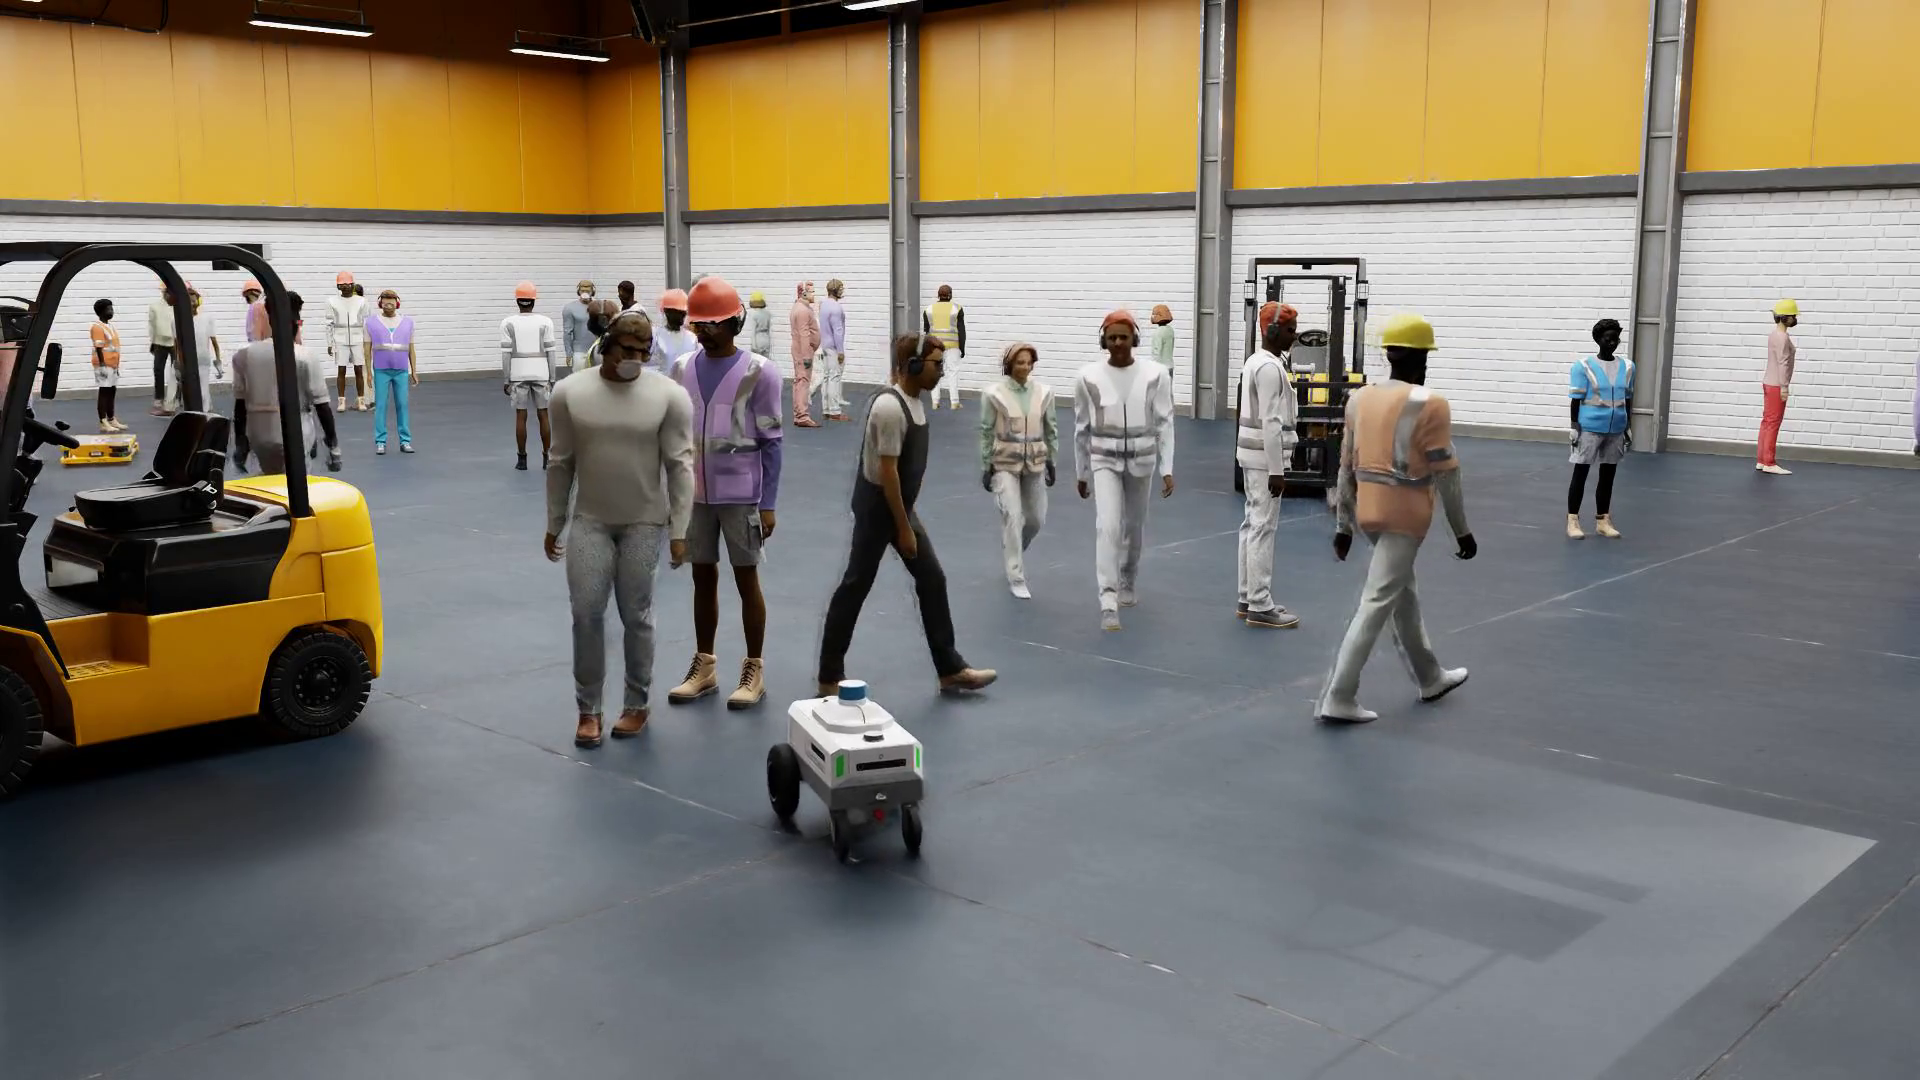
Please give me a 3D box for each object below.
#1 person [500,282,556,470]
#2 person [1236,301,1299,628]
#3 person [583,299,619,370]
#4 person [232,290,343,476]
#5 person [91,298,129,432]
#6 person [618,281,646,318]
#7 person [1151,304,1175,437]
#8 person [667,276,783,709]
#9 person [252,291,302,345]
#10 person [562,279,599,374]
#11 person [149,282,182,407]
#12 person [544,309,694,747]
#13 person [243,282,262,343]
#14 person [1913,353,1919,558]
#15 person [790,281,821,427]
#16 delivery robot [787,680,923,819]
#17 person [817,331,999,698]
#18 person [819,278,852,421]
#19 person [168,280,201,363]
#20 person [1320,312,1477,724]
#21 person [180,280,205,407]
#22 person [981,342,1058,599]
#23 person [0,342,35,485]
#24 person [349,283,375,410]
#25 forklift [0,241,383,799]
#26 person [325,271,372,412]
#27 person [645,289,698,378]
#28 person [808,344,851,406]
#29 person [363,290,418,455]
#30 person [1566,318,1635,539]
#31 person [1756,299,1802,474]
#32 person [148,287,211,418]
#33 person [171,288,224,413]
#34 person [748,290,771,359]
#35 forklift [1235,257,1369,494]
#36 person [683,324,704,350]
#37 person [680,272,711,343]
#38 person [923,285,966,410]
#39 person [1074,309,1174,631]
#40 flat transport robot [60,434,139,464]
[{"bbox_3d":[-4.444,-1.686,17.160,0.543,1.939,0.360,-2,10,-14],"label":"person"},{"bbox_3d":[1.791,-0.438,9.679,0.354,1.884,0.573,0,9,0],"label":"person"},{"bbox_3d":[-2.734,-0.937,12.866,0.429,1.844,0.627,0,9,-1],"label":"person"},{"bbox_3d":[-4.294,-0.647,10.773,0.650,1.934,0.804,2,10,15],"label":"person"},{"bbox_3d":[-10.854,-2.217,21.149,0.319,1.703,0.556,-1,9,-9],"label":"person"},{"bbox_3d":[-4.432,-2.541,22.485,0.390,1.914,0.587,-7,12,-38],"label":"person"},{"bbox_3d":[2.488,-2.082,20.521,0.284,1.633,0.501,6,11,31],"label":"person"},{"bbox_3d":[-1.133,-0.215,7.854,0.604,2.034,0.386,4,10,22],"label":"person"},{"bbox_3d":[-9.151,-2.538,22.250,0.661,1.971,0.671,-8,12,-39],"label":"person"},{"bbox_3d":[-4.891,-2.449,21.847,0.629,1.936,0.371,-6,11,-32],"label":"person"},{"bbox_3d":[-11.757,-2.932,24.778,0.657,1.945,0.546,-1,9,-4],"label":"person"},{"bbox_3d":[-1.484,-0.046,7.218,0.670,1.900,0.578,0,9,-1],"label":"person"},{"bbox_3d":[-10.245,-2.804,24.233,0.375,1.878,0.655,-2,10,-14],"label":"person"},{"bbox_3d":[6.688,-0.671,11.047,0.638,1.905,0.407,9,13,44],"label":"person"},{"bbox_3d":[-2.023,-2.436,21.856,0.401,1.910,0.642,-2,9,-10],"label":"person"},{"bbox_3d":[-0.394,0.759,6.113,0.477,0.478,0.707,-3,10,-20],"label":"delivery robot"},{"bbox_3d":[-0.280,-0.101,7.963,0.844,1.776,0.538,3,10,20],"label":"person"},{"bbox_3d":[-1.714,-2.584,22.667,0.358,1.938,0.636,-4,10,-22],"label":"person"},{"bbox_3d":[-10.270,-2.489,22.096,0.364,1.935,0.542,-1,9,-6],"label":"person"},{"bbox_3d":[2.041,-0.104,7.668,1.002,1.872,0.594,-4,10,-25],"label":"person"},{"bbox_3d":[-11.611,-2.953,25.048,0.407,1.902,0.639,0,9,-1],"label":"person"},{"bbox_3d":[0.358,-0.464,10.667,0.524,1.619,0.646,-3,10,-19],"label":"person"},{"bbox_3d":[-9.078,-1.373,15.816,0.416,1.746,0.579,3,10,16],"label":"person"},{"bbox_3d":[-8.794,-2.824,24.371,0.327,1.871,0.535,-1,9,-3],"label":"person"},{"bbox_3d":[-3.706,-0.171,7.093,1.214,2.155,2.313,9,13,43],"label":"forklift"},{"bbox_3d":[-8.845,-2.867,24.079,0.614,2.042,0.373,-4,10,-22],"label":"person"},{"bbox_3d":[-2.534,-1.241,14.531,0.542,1.908,0.905,-7,12,-39],"label":"person"},{"bbox_3d":[-2.033,-2.818,25.122,0.750,1.614,0.526,-4,10,-21],"label":"person"},{"bbox_3d":[-6.386,-1.883,18.679,0.563,1.838,0.389,-5,11,-29],"label":"person"},{"bbox_3d":[4.912,-0.846,12.753,0.540,1.695,0.317,-2,9,-10],"label":"person"},{"bbox_3d":[8.312,-1.552,16.871,0.309,1.769,0.523,2,10,14],"label":"person"},{"bbox_3d":[-10.915,-2.603,23.120,0.892,1.825,0.559,-3,10,-17],"label":"person"},{"bbox_3d":[-9.105,-2.076,19.903,0.515,1.834,0.907,-6,11,-33],"label":"person"},{"bbox_3d":[-3.189,-3.165,26.867,0.541,1.725,0.498,8,12,40],"label":"person"},{"bbox_3d":[3.309,-1.629,16.029,1.214,2.155,2.313,2,9,11],"label":"forklift"},{"bbox_3d":[-2.501,-1.312,15.793,0.500,1.636,0.282,2,9,9],"label":"person"},{"bbox_3d":[-2.496,-1.612,16.397,0.684,2.000,0.535,-8,13,-42],"label":"person"},{"bbox_3d":[-0.218,-2.841,24.550,0.634,1.839,0.429,2,10,14],"label":"person"},{"bbox_3d":[0.958,-0.445,9.882,0.577,1.851,0.936,0,9,-1],"label":"person"},{"bbox_3d":[-9.310,-0.992,18.009,0.652,0.197,1.431,-4,10,-22],"label":"flat transport robot"}]
